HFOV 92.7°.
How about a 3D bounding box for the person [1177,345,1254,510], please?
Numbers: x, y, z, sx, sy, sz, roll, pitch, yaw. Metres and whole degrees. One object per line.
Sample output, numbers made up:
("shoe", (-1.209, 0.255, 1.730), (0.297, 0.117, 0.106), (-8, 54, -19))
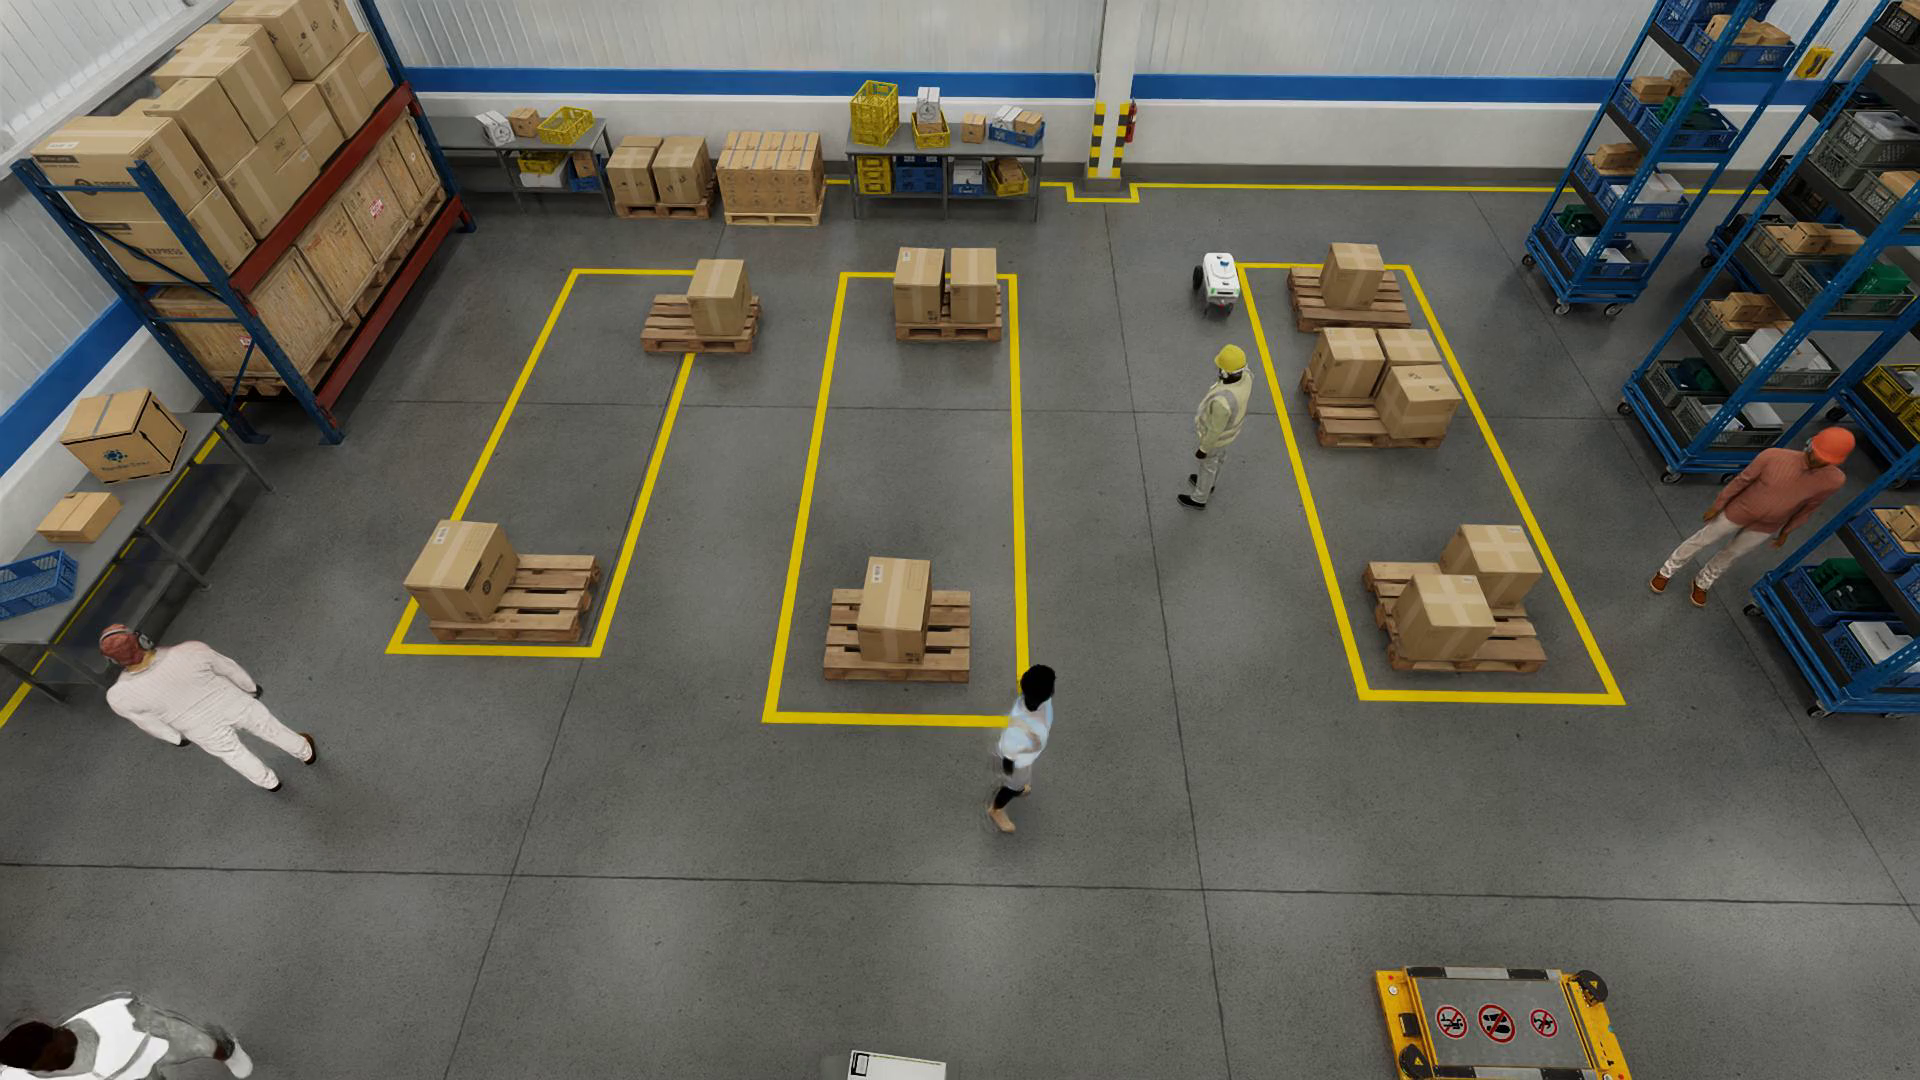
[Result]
("person", (2.311, -0.996, 8.285), (0.404, 1.823, 0.591), (28, 56, 21))

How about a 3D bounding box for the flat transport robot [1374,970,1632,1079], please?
("flat transport robot", (3.501, 3.133, 5.914), (1.431, 0.197, 0.652), (1, 51, 1))

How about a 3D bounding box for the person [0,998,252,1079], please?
("person", (-4.469, 2.955, 5.036), (0.987, 1.863, 0.639), (35, 59, 25))

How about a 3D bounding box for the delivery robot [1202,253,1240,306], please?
("delivery robot", (3.054, -3.075, 10.735), (0.477, 0.478, 0.707), (2, 51, 2))

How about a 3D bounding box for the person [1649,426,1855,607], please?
("person", (6.504, -0.185, 7.514), (0.611, 1.996, 0.378), (23, 55, 18))

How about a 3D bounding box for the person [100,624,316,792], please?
("person", (-5.291, 1.187, 6.458), (0.406, 1.902, 0.639), (33, 58, 24))

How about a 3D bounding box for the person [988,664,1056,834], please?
("person", (0.441, 1.438, 6.402), (0.325, 1.666, 0.613), (19, 53, 15))
